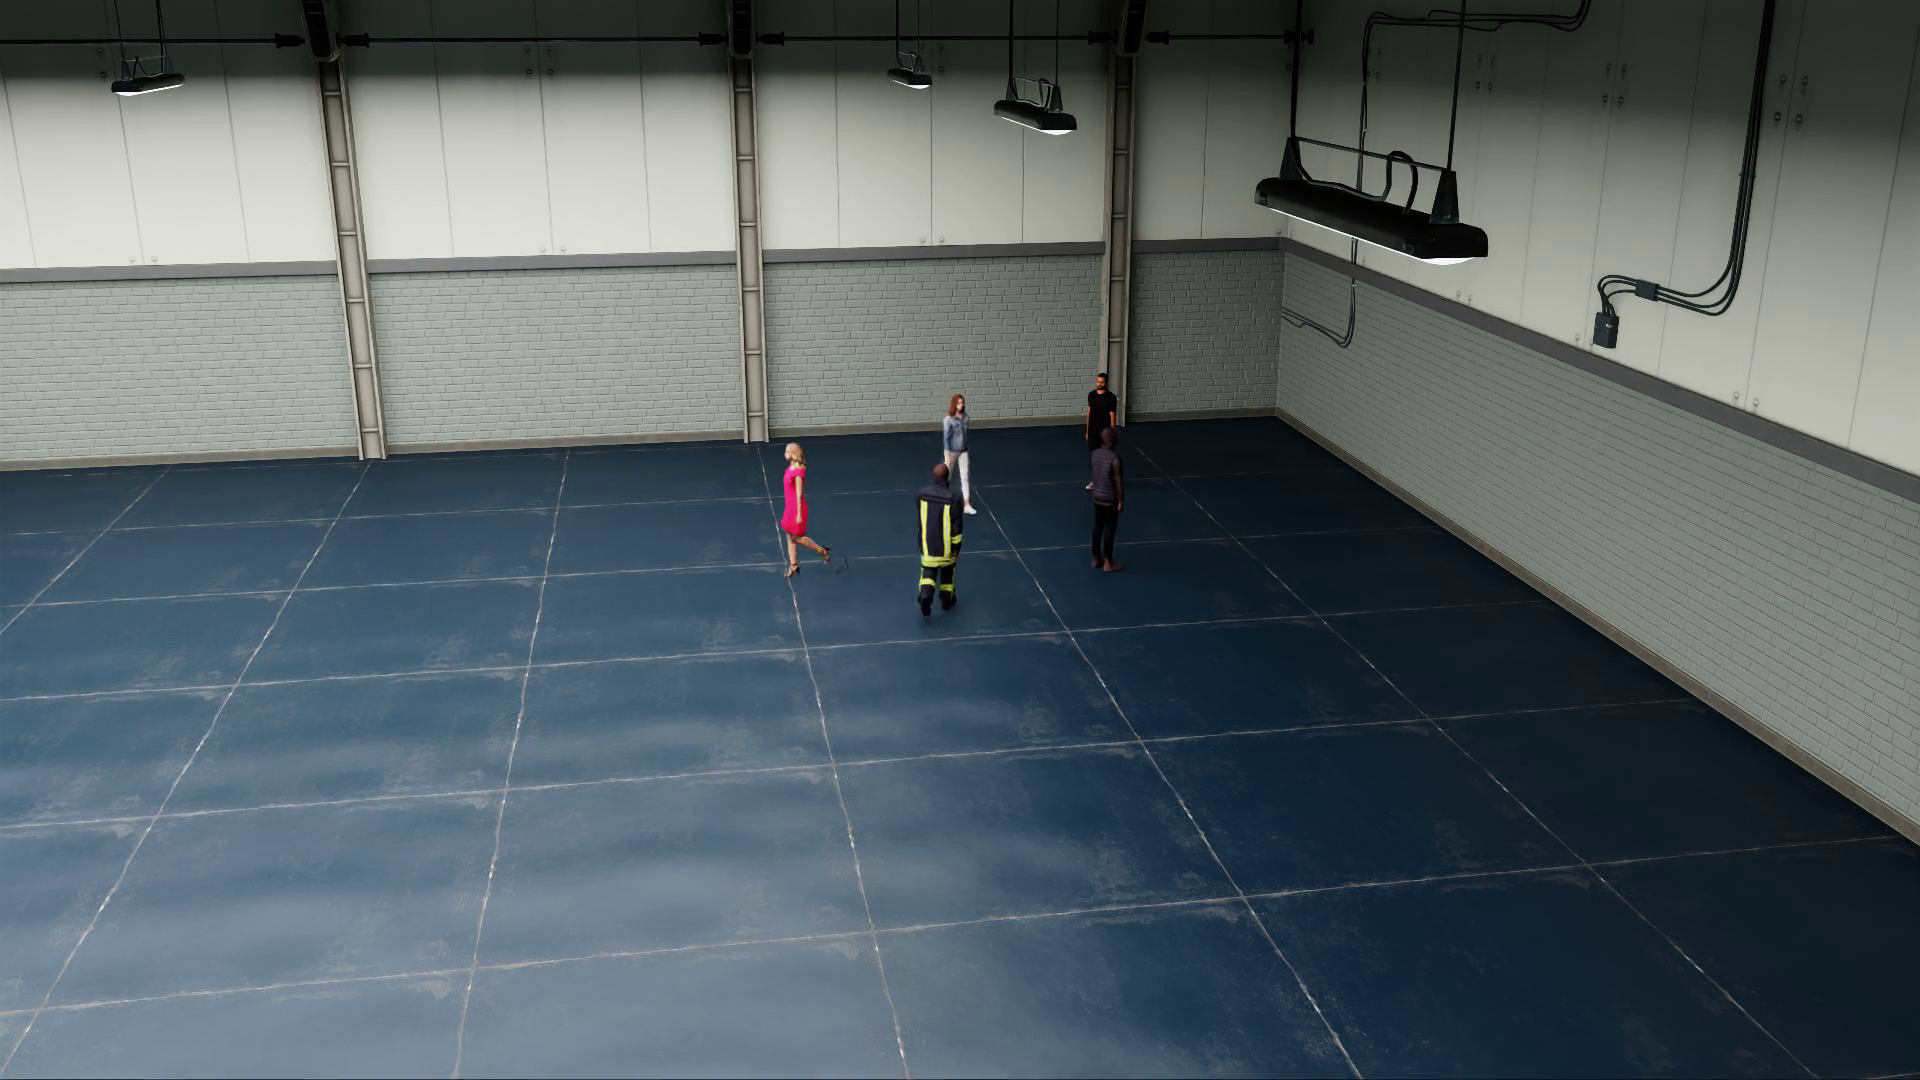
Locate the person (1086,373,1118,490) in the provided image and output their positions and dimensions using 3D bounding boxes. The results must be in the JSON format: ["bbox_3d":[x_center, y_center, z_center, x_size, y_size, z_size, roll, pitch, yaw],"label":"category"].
[{"bbox_3d":[2.049,-1.576,24.207,0.695,1.752,0.752,12,22,33],"label":"person"}]

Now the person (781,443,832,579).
[{"bbox_3d":[-1.943,-0.361,20.548,0.903,1.708,0.694,-7,19,-21],"label":"person"}]

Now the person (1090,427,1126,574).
[{"bbox_3d":[1.829,-0.516,20.818,0.739,1.836,0.775,-13,22,-34],"label":"person"}]

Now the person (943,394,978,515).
[{"bbox_3d":[-0.107,-1.214,23.242,1.149,1.662,0.989,-11,21,-31],"label":"person"}]

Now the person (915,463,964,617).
[{"bbox_3d":[-0.274,0.010,19.255,1.144,1.803,1.063,5,19,14],"label":"person"}]
